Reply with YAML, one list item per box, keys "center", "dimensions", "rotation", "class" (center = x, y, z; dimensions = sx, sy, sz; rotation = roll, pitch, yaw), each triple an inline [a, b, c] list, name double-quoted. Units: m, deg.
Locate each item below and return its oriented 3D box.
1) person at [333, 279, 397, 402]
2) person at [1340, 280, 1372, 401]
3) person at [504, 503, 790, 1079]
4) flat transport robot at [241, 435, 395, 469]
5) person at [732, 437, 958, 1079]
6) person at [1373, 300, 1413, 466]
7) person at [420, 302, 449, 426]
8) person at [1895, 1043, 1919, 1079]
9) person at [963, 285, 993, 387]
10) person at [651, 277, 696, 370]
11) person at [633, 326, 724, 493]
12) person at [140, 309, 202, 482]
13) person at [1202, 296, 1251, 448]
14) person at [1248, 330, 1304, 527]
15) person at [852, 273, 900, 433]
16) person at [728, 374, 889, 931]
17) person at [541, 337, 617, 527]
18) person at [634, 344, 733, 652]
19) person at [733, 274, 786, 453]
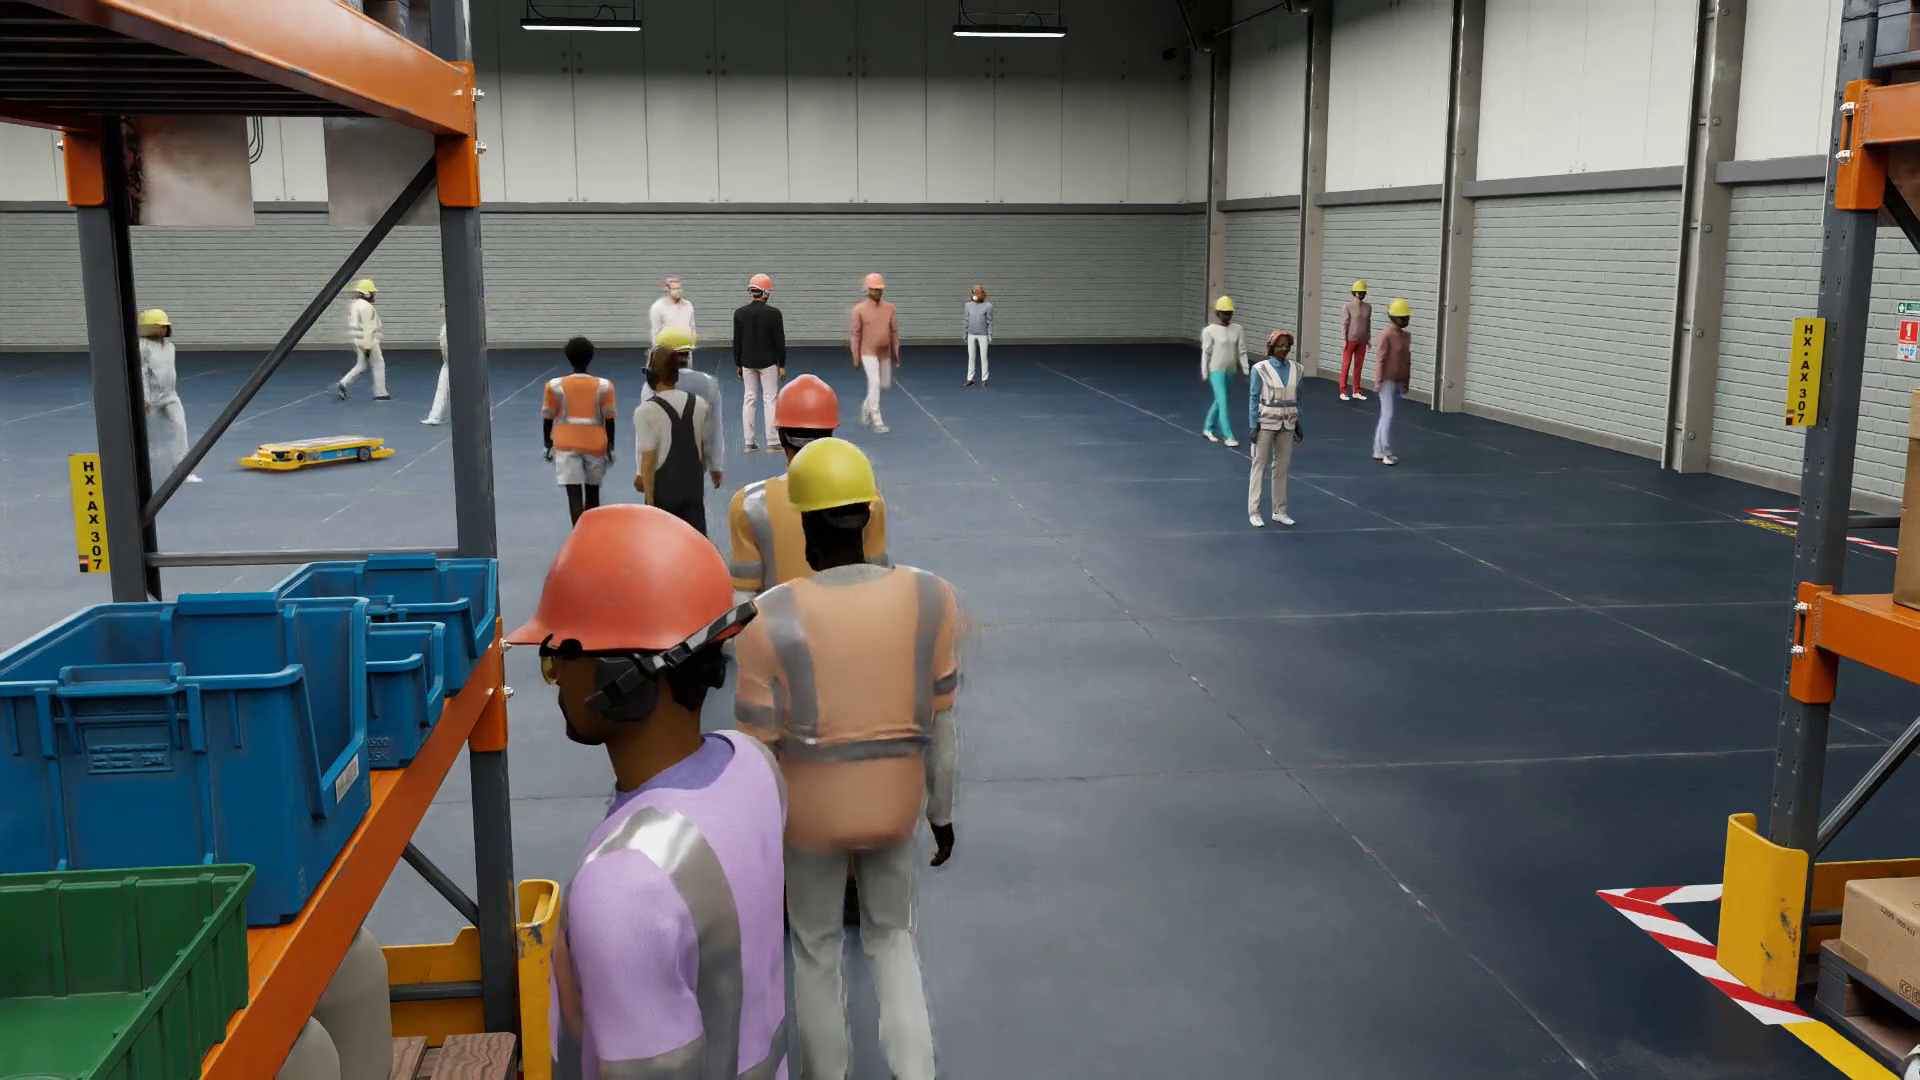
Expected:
- center: [-8.684, -2.888, 24.156]
  dimensions: [0.787, 1.800, 0.588]
  rotation: [-8, 13, -39]
  class: "person"
- center: [5.862, -2.943, 24.561]
  dimensions: [0.526, 1.769, 0.328]
  rotation: [-5, 11, -23]
  class: "person"
- center: [-0.434, 0.960, 2.404]
  dimensions: [0.376, 2.044, 0.607]
  rotation: [1, 10, 5]
  class: "person"
- center: [-6.821, -0.946, 17.710]
  dimensions: [0.652, 0.197, 1.431]
  rotation: [7, 12, 32]
  class: "flat transport robot"
- center: [-0.273, 0.694, 4.231]
  dimensions: [0.602, 1.908, 0.548]
  rotation: [-4, 11, -22]
  class: "person"
- center: [4.590, -1.675, 17.700]
  dimensions: [0.568, 1.736, 0.489]
  rotation: [-9, 14, -42]
  class: "person"
- center: [-6.483, -2.262, 21.296]
  dimensions: [0.512, 1.594, 0.864]
  rotation: [9, 14, 42]
  class: "person"
- center: [1.268, 1.144, 1.832]
  dimensions: [0.573, 1.883, 0.354]
  rotation: [-1, 10, -7]
  class: "person"
- center: [0.288, -3.285, 26.797]
  dimensions: [0.497, 1.633, 0.278]
  rotation: [4, 11, 20]
  class: "person"
- center: [-3.786, -2.521, 21.933]
  dimensions: [0.651, 1.884, 0.711]
  rotation: [-9, 14, -42]
  class: "person"
- center: [-1.881, -0.503, 11.038]
  dimensions: [0.474, 1.814, 0.593]
  rotation: [9, 14, 40]
  class: "person"
- center: [-7.910, -1.418, 16.348]
  dimensions: [0.843, 1.714, 0.487]
  rotation: [4, 11, 22]
  class: "person"
- center: [3.046, -1.963, 19.307]
  dimensions: [0.535, 1.725, 0.897]
  rotation: [-5, 11, -25]
  class: "person"
- center: [2.632, -0.930, 13.869]
  dimensions: [0.514, 1.640, 0.315]
  rotation: [-4, 11, -22]
  class: "person"
- center: [-1.080, -2.328, 20.633]
  dimensions: [0.615, 1.971, 0.784]
  rotation: [-7, 12, -33]
  class: "person"
- center: [-0.518, 0.398, 5.773]
  dimensions: [0.545, 1.939, 0.354]
  rotation: [-1, 10, -8]
  class: "person"
- center: [-2.863, -0.695, 12.532]
  dimensions: [0.543, 1.643, 0.870]
  rotation: [-4, 11, -19]
  class: "person"
- center: [-1.663, -0.238, 9.679]
  dimensions: [0.510, 1.801, 0.988]
  rotation: [-9, 13, -39]
  class: "person"
- center: [-2.220, -1.964, 18.567]
  dimensions: [0.622, 1.992, 0.396]
  rotation: [4, 11, 19]
  class: "person"
